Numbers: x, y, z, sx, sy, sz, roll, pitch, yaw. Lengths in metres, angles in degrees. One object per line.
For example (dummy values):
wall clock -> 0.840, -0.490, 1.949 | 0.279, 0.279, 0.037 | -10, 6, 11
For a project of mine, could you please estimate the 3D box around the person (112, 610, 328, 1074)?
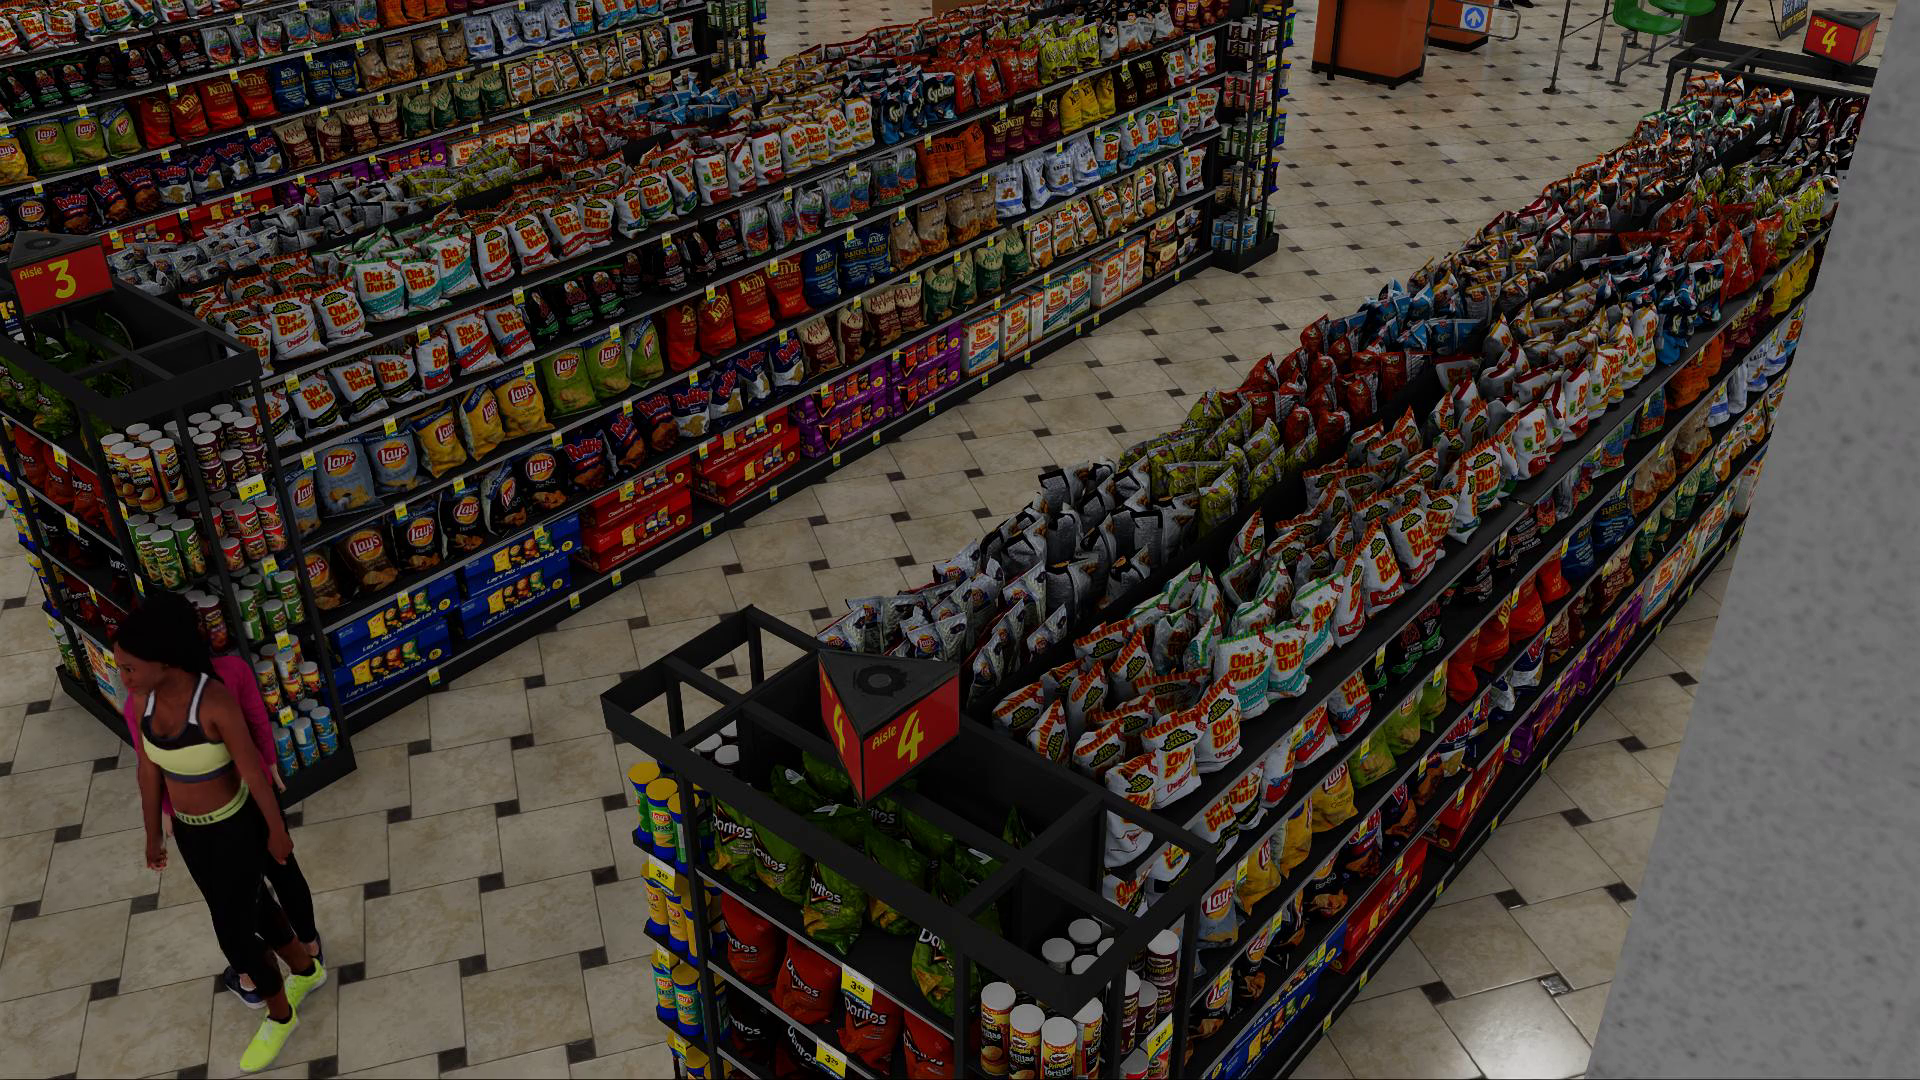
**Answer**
person -> -2.422, 0.940, 5.589 | 0.702, 1.736, 0.802 | 8, 33, 12

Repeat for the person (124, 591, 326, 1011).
person -> -2.518, 0.894, 5.697 | 0.555, 1.699, 0.674 | -25, 40, -34

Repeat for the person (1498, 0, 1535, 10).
person -> 6.024, -6.588, 17.608 | 0.686, 1.819, 0.810 | -11, 33, -17
